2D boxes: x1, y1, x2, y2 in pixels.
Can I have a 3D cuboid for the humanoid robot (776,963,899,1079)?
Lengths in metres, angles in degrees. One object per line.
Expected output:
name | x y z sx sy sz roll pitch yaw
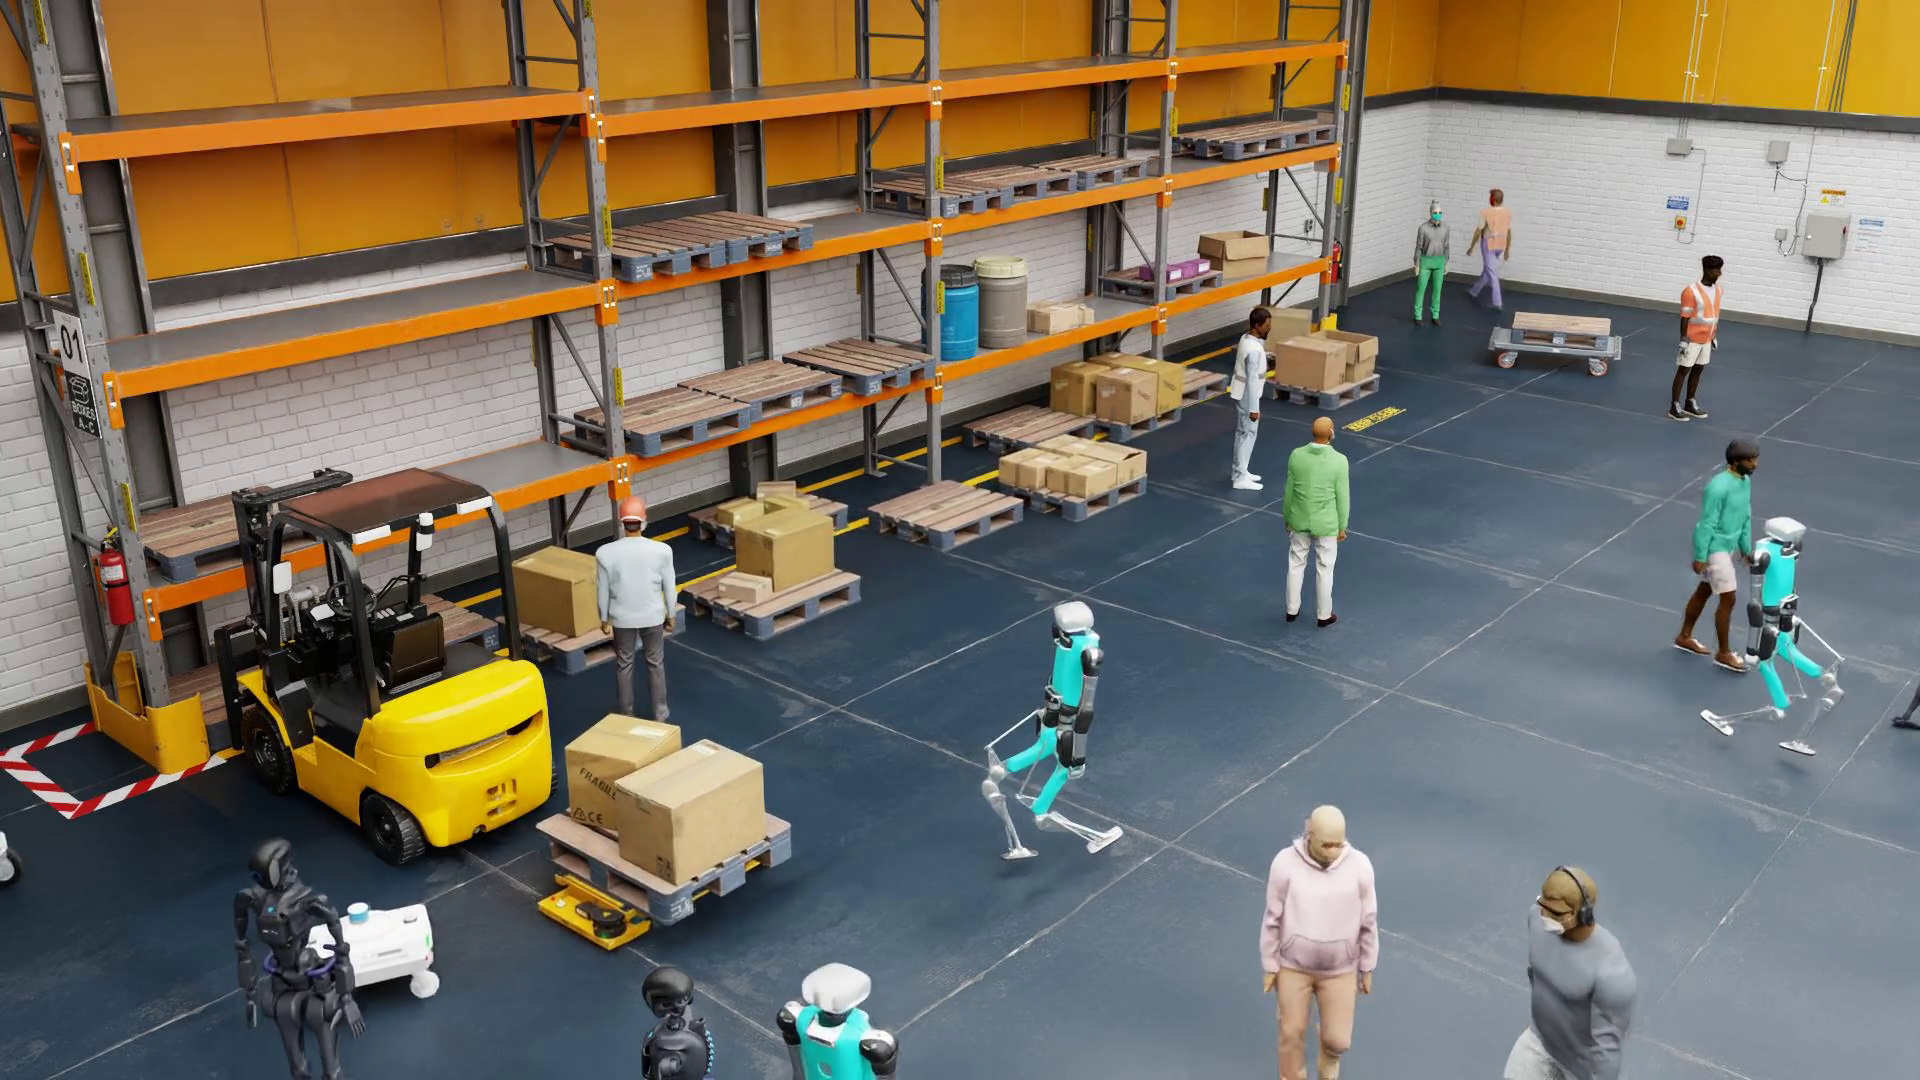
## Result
humanoid robot | -0.331 2.433 6.849 0.558 1.778 0.752 12 23 29

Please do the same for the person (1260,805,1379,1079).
person | 1.709 2.005 7.968 0.554 1.765 0.514 3 21 9

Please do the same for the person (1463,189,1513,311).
person | 8.079 -4.469 25.461 0.572 1.791 0.987 -10 22 -25

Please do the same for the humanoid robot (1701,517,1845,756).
humanoid robot | 5.736 0.726 11.467 0.543 1.735 1.012 -15 25 -34

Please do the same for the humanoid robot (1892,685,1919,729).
humanoid robot | 7.147 0.627 11.846 0.642 1.641 0.595 4 21 10

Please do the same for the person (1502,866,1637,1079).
person | 2.588 2.236 7.184 1.047 1.867 0.664 -8 22 -21

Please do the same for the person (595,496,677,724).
person | -2.327 0.523 12.007 0.572 1.742 0.350 -4 21 -10

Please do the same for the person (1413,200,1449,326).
person | 6.870 -4.040 24.249 0.522 1.838 0.351 -2 20 -6

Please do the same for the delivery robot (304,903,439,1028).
delivery robot | -3.254 2.266 9.025 0.816 0.613 0.499 -9 22 -22

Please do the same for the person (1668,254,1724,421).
person | 8.693 -2.387 19.572 0.602 1.965 0.368 -10 23 -26

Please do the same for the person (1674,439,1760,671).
person | 6.060 0.113 12.994 0.536 1.820 0.798 -17 27 -39

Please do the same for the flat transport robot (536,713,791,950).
flat transport robot | -1.782 2.006 10.115 0.659 0.231 1.431 16 26 37

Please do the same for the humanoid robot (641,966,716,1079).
humanoid robot | -1.130 2.468 6.816 0.315 1.653 0.599 -1 20 -2

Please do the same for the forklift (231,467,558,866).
forklift | -3.730 0.710 10.856 2.313 2.155 1.214 17 26 38

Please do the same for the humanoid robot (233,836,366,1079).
humanoid robot | -3.075 2.105 7.820 0.611 1.647 0.371 3 21 9

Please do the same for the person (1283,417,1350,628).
person | 2.942 -0.151 13.774 0.547 1.782 0.383 11 23 26

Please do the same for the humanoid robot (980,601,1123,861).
humanoid robot | 0.513 1.225 10.104 1.010 1.733 0.543 -7 22 -19

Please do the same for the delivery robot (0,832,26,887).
delivery robot | -6.025 1.950 9.879 0.783 0.611 0.505 0 20 -1

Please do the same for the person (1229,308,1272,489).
person | 2.984 -1.458 17.143 0.403 1.907 0.594 1 20 2
